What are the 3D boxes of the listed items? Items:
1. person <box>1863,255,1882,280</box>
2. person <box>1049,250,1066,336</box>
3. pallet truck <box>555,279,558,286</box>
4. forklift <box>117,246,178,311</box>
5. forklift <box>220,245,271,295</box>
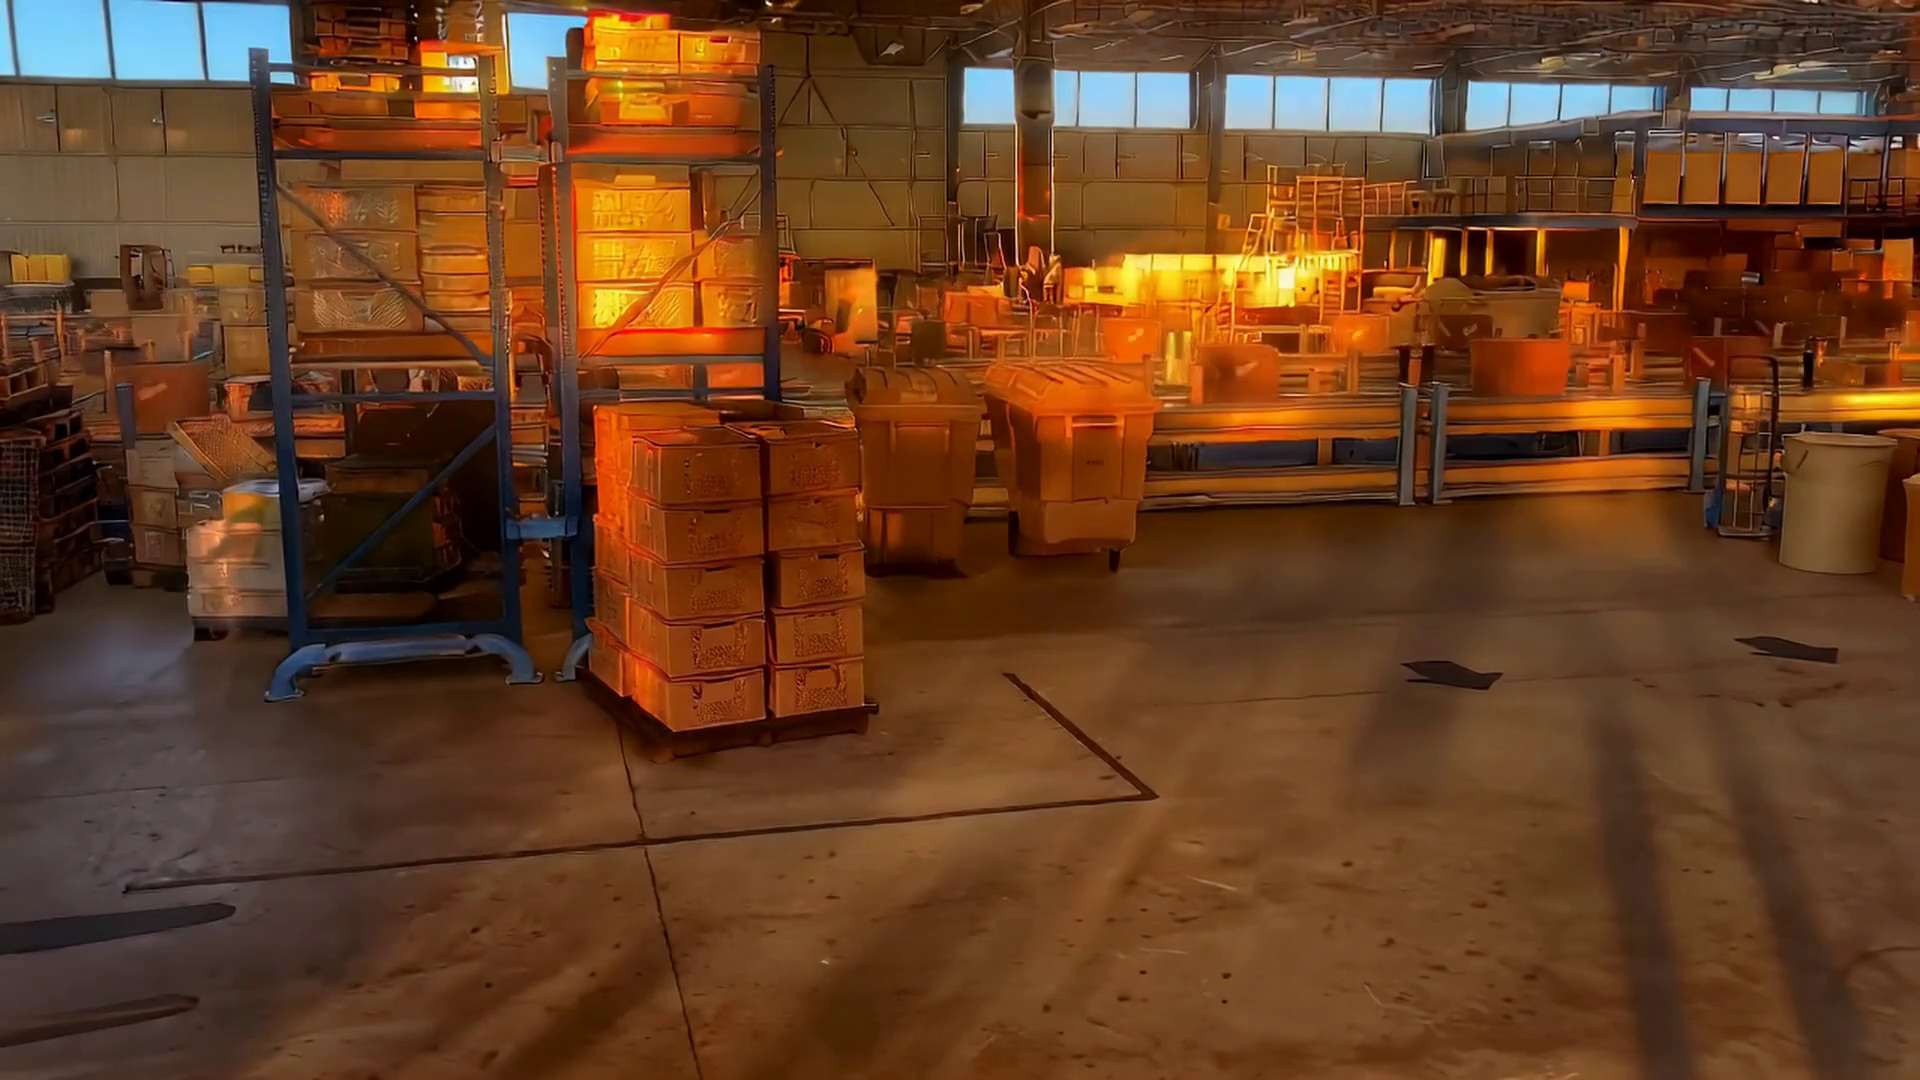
[{"bbox_3d":[28.010,-7.819,51.054,0.575,1.882,0.355,8,13,39],"label":"person"},{"bbox_3d":[2.300,-5.860,39.494,0.368,2.048,0.607,3,11,18],"label":"person"},{"bbox_3d":[-10.604,-6.375,44.520,0.653,1.274,1.630,-3,10,-15],"label":"pallet truck"},{"bbox_3d":[-19.966,-6.232,40.894,1.157,1.987,2.680,-3,10,-15],"label":"forklift"},{"bbox_3d":[-17.749,-6.334,41.440,1.157,1.987,2.680,-3,10,-17],"label":"forklift"}]
